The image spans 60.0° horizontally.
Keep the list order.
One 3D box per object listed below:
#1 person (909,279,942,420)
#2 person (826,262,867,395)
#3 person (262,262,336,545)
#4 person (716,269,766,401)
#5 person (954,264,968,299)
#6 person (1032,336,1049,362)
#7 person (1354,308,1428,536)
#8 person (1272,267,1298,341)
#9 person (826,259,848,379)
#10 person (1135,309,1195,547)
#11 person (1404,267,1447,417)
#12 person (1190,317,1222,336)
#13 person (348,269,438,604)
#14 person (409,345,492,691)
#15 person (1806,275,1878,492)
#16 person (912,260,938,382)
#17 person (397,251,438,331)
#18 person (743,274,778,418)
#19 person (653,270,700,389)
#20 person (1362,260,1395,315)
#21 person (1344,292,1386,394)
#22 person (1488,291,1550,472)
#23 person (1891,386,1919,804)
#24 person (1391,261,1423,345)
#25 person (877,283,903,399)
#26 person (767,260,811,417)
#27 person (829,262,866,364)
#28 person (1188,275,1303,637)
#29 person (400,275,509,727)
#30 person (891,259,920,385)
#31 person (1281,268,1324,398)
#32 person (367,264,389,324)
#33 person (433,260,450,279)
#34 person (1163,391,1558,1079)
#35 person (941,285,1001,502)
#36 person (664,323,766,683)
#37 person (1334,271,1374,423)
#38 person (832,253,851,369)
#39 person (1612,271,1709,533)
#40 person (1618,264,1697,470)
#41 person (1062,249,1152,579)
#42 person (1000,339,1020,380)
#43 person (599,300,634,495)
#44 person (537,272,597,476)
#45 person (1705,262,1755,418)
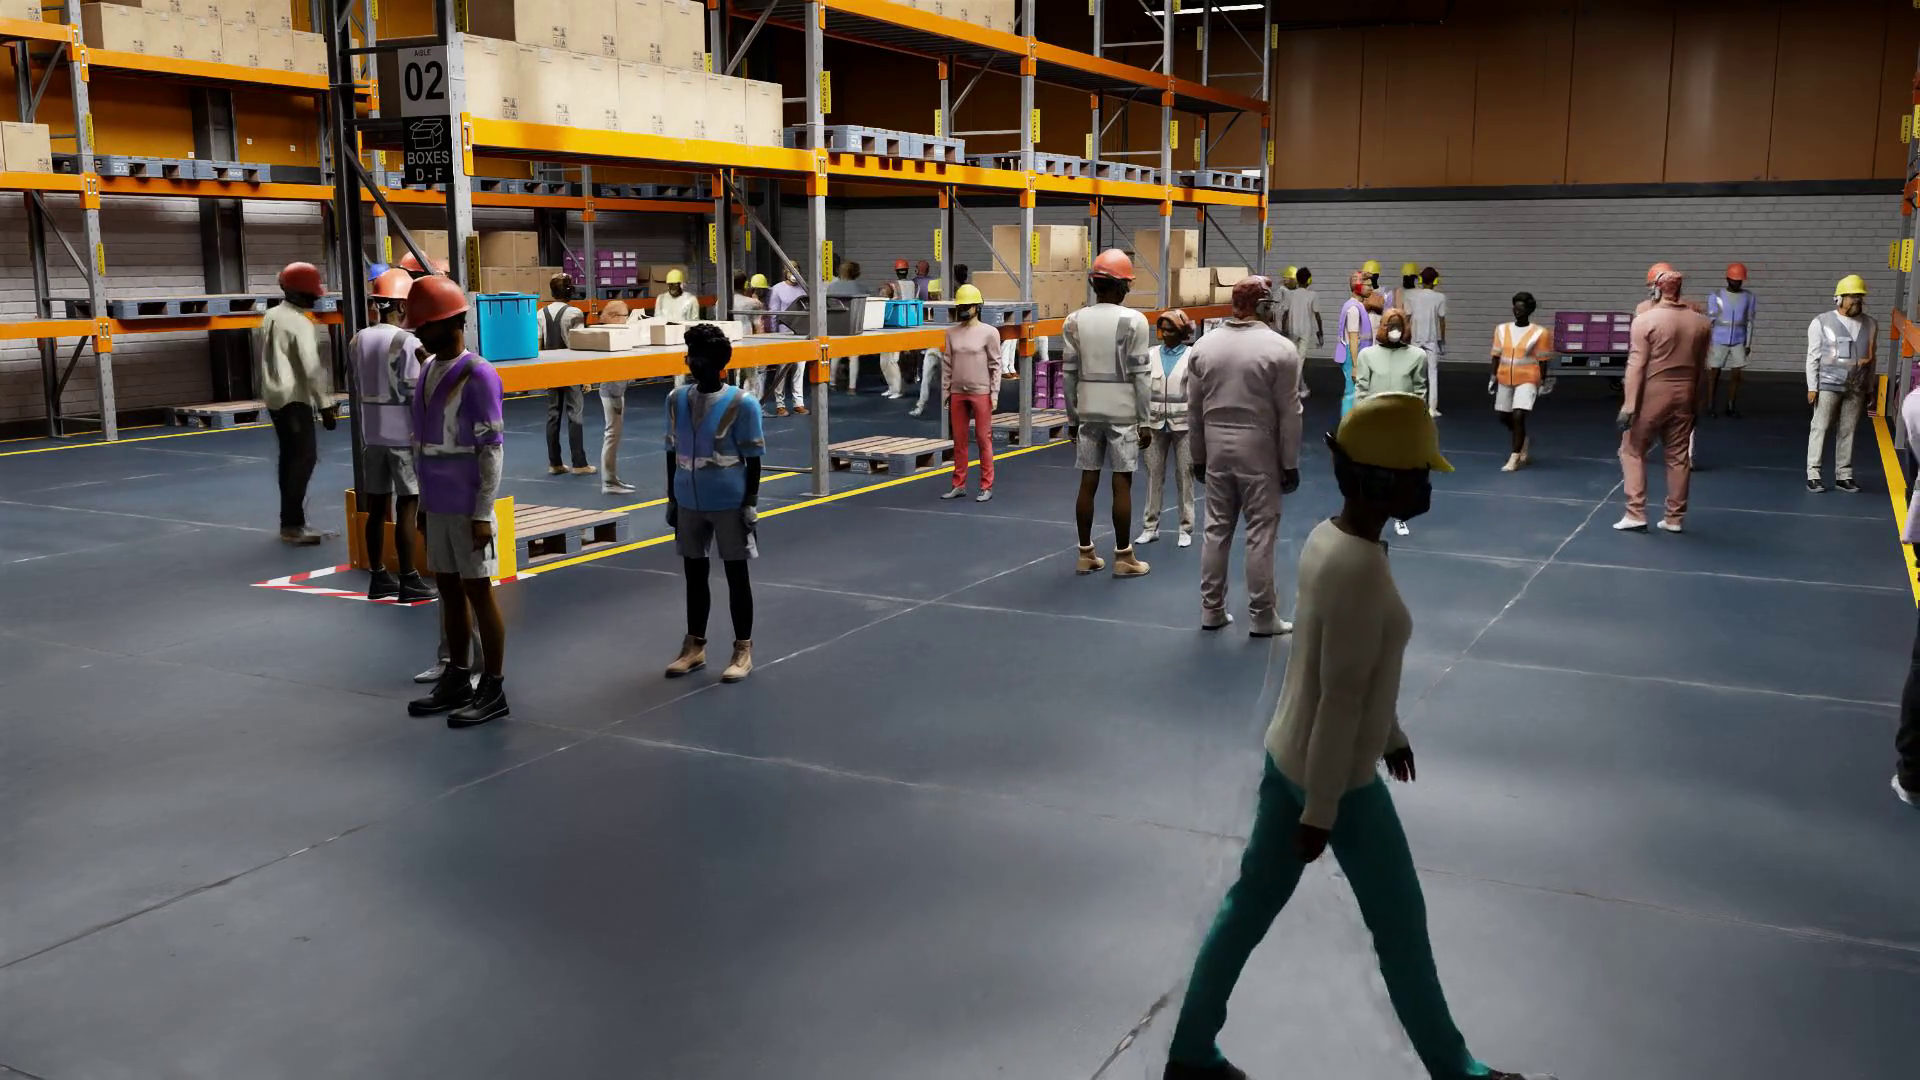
[{"bbox_3d":[-0.281,-2.282,20.073,0.504,1.700,0.905,6,11,31],"label":"person"},{"bbox_3d":[-1.662,-3.049,23.984,0.638,1.880,1.020,-3,10,-17],"label":"person"},{"bbox_3d":[-4.649,-0.953,11.633,0.505,1.962,0.804,-9,14,-43],"label":"person"},{"bbox_3d":[-2.333,-1.972,17.834,0.570,1.851,0.569,1,10,5],"label":"person"},{"bbox_3d":[0.065,-3.898,29.066,0.622,1.820,0.639,5,11,26],"label":"person"},{"bbox_3d":[1.340,-3.789,28.472,0.851,1.816,0.617,9,13,41],"label":"person"},{"bbox_3d":[3.081,-0.843,11.934,0.509,1.631,0.270,2,10,12],"label":"person"},{"bbox_3d":[4.939,-3.219,25.169,0.596,1.812,0.424,-9,14,-44],"label":"person"},{"bbox_3d":[-2.084,-3.562,26.791,0.631,1.940,0.372,7,12,34],"label":"person"},{"bbox_3d":[1.459,-0.769,11.489,0.513,1.639,0.311,5,11,25],"label":"person"},{"bbox_3d":[5.731,-2.440,20.568,0.525,1.852,0.358,4,11,22],"label":"person"},{"bbox_3d":[3.857,-3.428,26.411,0.643,1.810,0.643,-7,12,-37],"label":"person"},{"bbox_3d":[-3.261,-0.597,9.662,0.545,1.932,0.387,5,11,28],"label":"person"},{"bbox_3d":[-2.342,-0.116,7.711,0.514,1.640,0.310,8,13,40],"label":"person"},{"bbox_3d":[7.458,-1.313,14.068,0.590,1.837,0.404,0,10,-2],"label":"person"},{"bbox_3d":[-0.585,-3.435,26.138,0.641,1.913,0.408,-4,10,-20],"label":"person"},{"bbox_3d":[-4.714,-1.496,14.532,0.614,2.040,0.391,9,13,43],"label":"person"},{"bbox_3d":[-2.508,-2.363,20.450,0.408,1.773,0.540,-5,11,-24],"label":"person"},{"bbox_3d":[-3.752,-2.621,21.758,0.593,1.788,0.895,3,10,15],"label":"person"},{"bbox_3d":[5.181,-2.558,21.014,0.594,1.924,0.382,8,13,38],"label":"person"},{"bbox_3d":[4.457,-1.891,18.122,0.593,1.604,0.362,-8,12,-37],"label":"person"},{"bbox_3d":[5.248,-1.488,15.546,0.535,1.674,0.707,9,13,42],"label":"person"},{"bbox_3d":[3.629,0.078,5.923,0.384,1.878,0.752,-2,10,-14],"label":"person"},{"bbox_3d":[6.157,-2.859,22.809,0.711,1.912,0.597,-9,13,-43],"label":"person"},{"bbox_3d":[-0.963,-2.751,23.038,0.423,1.607,0.537,-4,11,-24],"label":"person"},{"bbox_3d":[-2.092,-2.505,20.675,0.635,1.937,0.352,-8,12,-38],"label":"person"},{"bbox_3d":[-2.096,-4.106,30.184,0.696,1.864,0.594,-4,10,-20],"label":"person"},{"bbox_3d":[1.528,-0.444,8.842,0.649,1.904,0.401,8,13,38],"label":"person"},{"bbox_3d":[-2.182,-0.162,7.141,0.542,1.929,0.373,9,13,41],"label":"person"},{"bbox_3d":[-0.875,-3.345,25.556,0.544,1.933,0.376,-7,12,-34],"label":"person"},{"bbox_3d":[4.715,-2.826,22.900,0.546,1.817,0.999,6,11,30],"label":"person"},{"bbox_3d":[-6.959,-2.429,20.403,0.557,1.899,0.781,-2,10,-10],"label":"person"},{"bbox_3d":[-6.423,-2.463,20.445,0.883,1.928,0.686,2,10,10],"label":"person"},{"bbox_3d":[0.902,0.517,3.823,0.901,1.715,0.533,0,10,-1],"label":"person"},{"bbox_3d":[0.078,-1.189,13.557,0.533,1.767,0.323,6,11,30],"label":"person"},{"bbox_3d":[-1.168,-0.173,7.870,0.535,1.697,0.322,4,11,24],"label":"person"},{"bbox_3d":[3.914,-1.745,16.538,0.377,1.844,0.570,2,10,13],"label":"person"},{"bbox_3d":[-2.195,-4.015,29.119,0.700,2.000,0.536,4,10,20],"label":"person"},{"bbox_3d":[5.069,-0.983,12.027,0.669,1.889,0.417,-3,10,-18],"label":"person"},{"bbox_3d":[6.658,-1.635,15.701,0.686,1.922,1.068,-1,10,-4],"label":"person"},{"bbox_3d":[0.931,-0.779,10.378,0.605,2.045,0.377,7,12,33],"label":"person"},{"bbox_3d":[0.820,-3.504,26.605,0.355,1.887,0.573,5,11,27],"label":"person"},{"bbox_3d":[-2.895,-1.195,14.004,0.284,1.629,0.500,-2,10,-9],"label":"person"},{"bbox_3d":[-3.587,-1.496,15.104,0.504,1.847,0.345,4,10,20],"label":"person"},{"bbox_3d":[9.375,-2.424,20.300,0.579,1.912,0.466,2,10,12],"label":"person"}]
